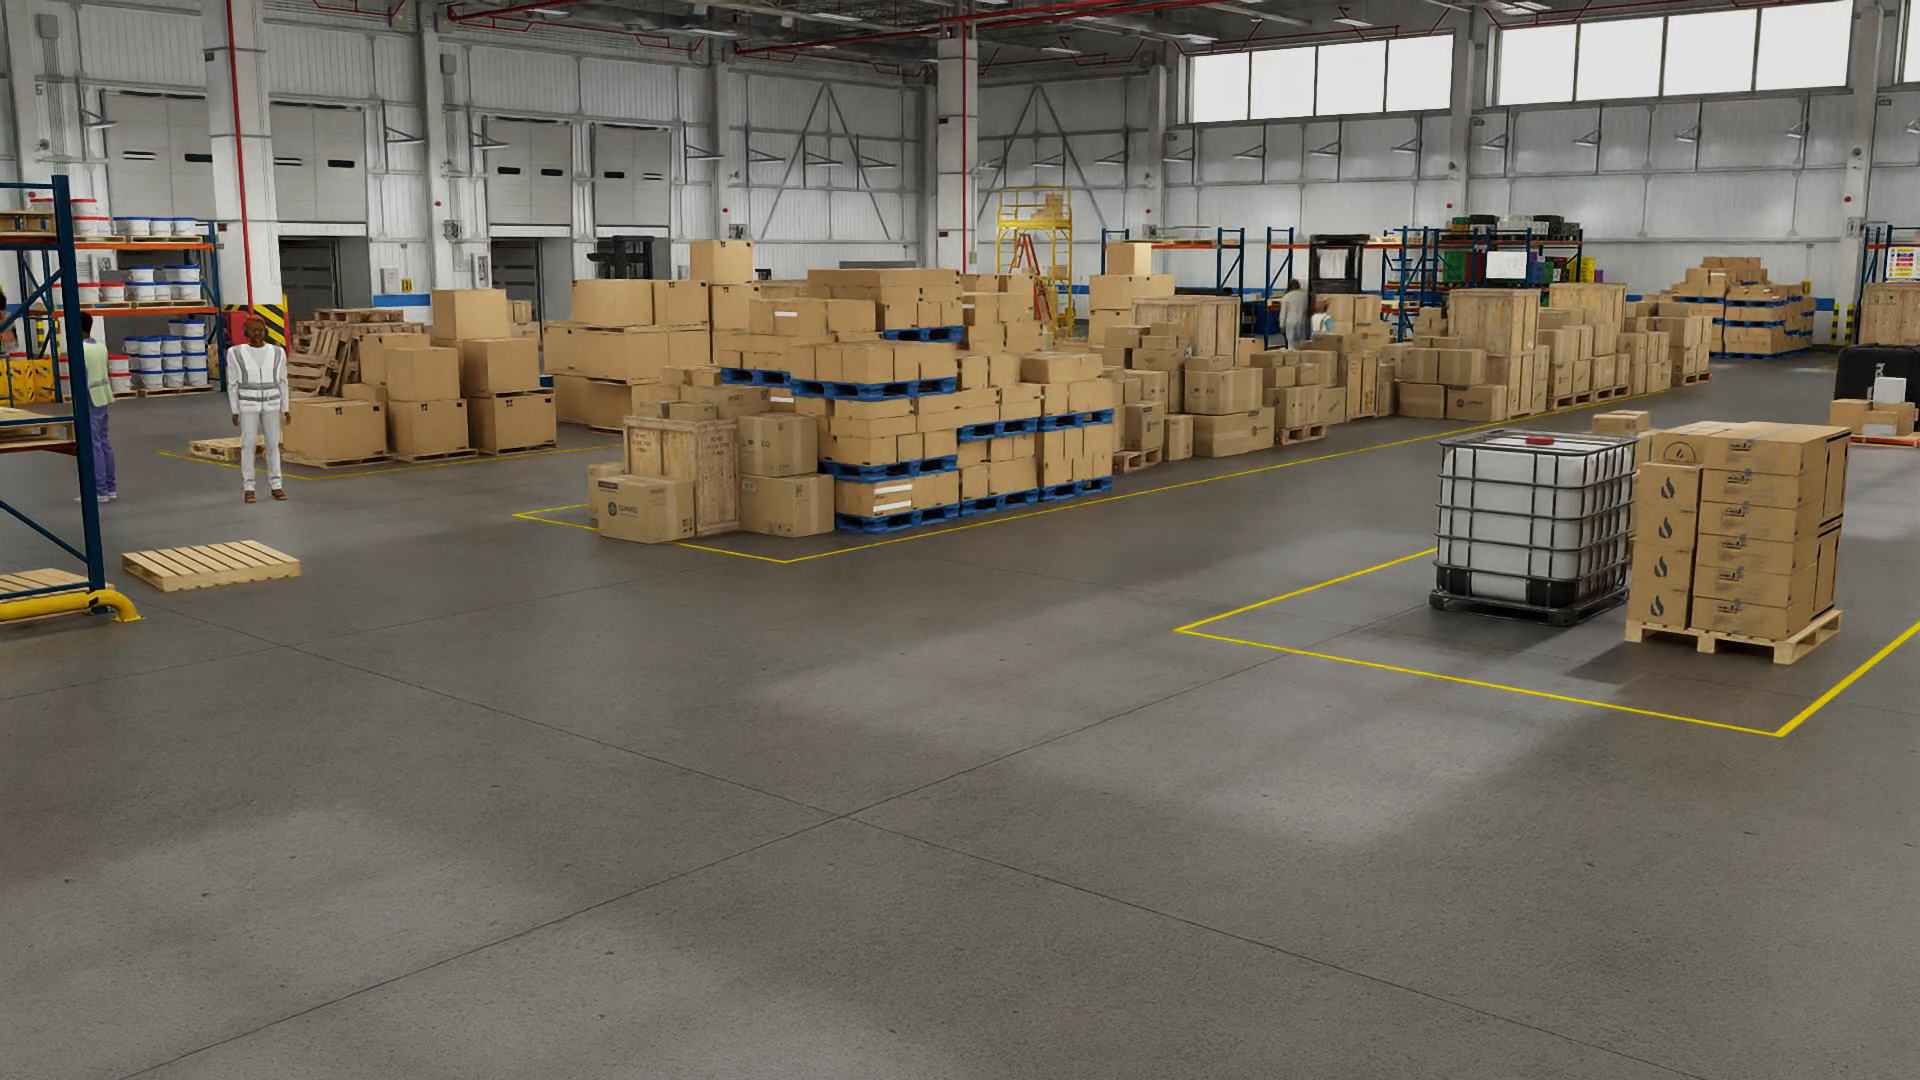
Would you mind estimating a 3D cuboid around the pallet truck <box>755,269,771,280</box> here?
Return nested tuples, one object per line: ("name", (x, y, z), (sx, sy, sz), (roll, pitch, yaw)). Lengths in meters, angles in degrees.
("pallet truck", (-4.996, -6.432, 45.525), (1.885, 1.965, 0.823), (-6, 12, -32))

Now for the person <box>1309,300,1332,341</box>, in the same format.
("person", (6.583, -3.600, 30.527), (0.829, 1.603, 0.528), (-5, 11, -24))

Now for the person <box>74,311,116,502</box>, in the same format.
("person", (-8.752, -1.340, 16.760), (0.388, 1.919, 0.593), (-1, 10, -5))

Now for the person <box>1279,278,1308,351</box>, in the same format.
("person", (6.991, -4.516, 34.829), (0.649, 1.917, 0.458), (-2, 10, -10))

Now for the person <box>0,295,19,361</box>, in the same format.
("person", (-17.852, -3.728, 30.997), (0.539, 1.681, 0.638), (2, 10, 13))

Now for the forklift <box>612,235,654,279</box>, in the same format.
("forklift", (-7.300, -5.450, 37.421), (1.873, 2.768, 1.129), (8, 13, 40))

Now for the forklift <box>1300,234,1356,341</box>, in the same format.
("forklift", (7.711, -4.947, 34.559), (1.129, 2.768, 1.873), (0, 10, 1))

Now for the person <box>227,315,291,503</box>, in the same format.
("person", (-7.043, -1.318, 16.734), (0.572, 1.883, 0.354), (-7, 12, -34))
